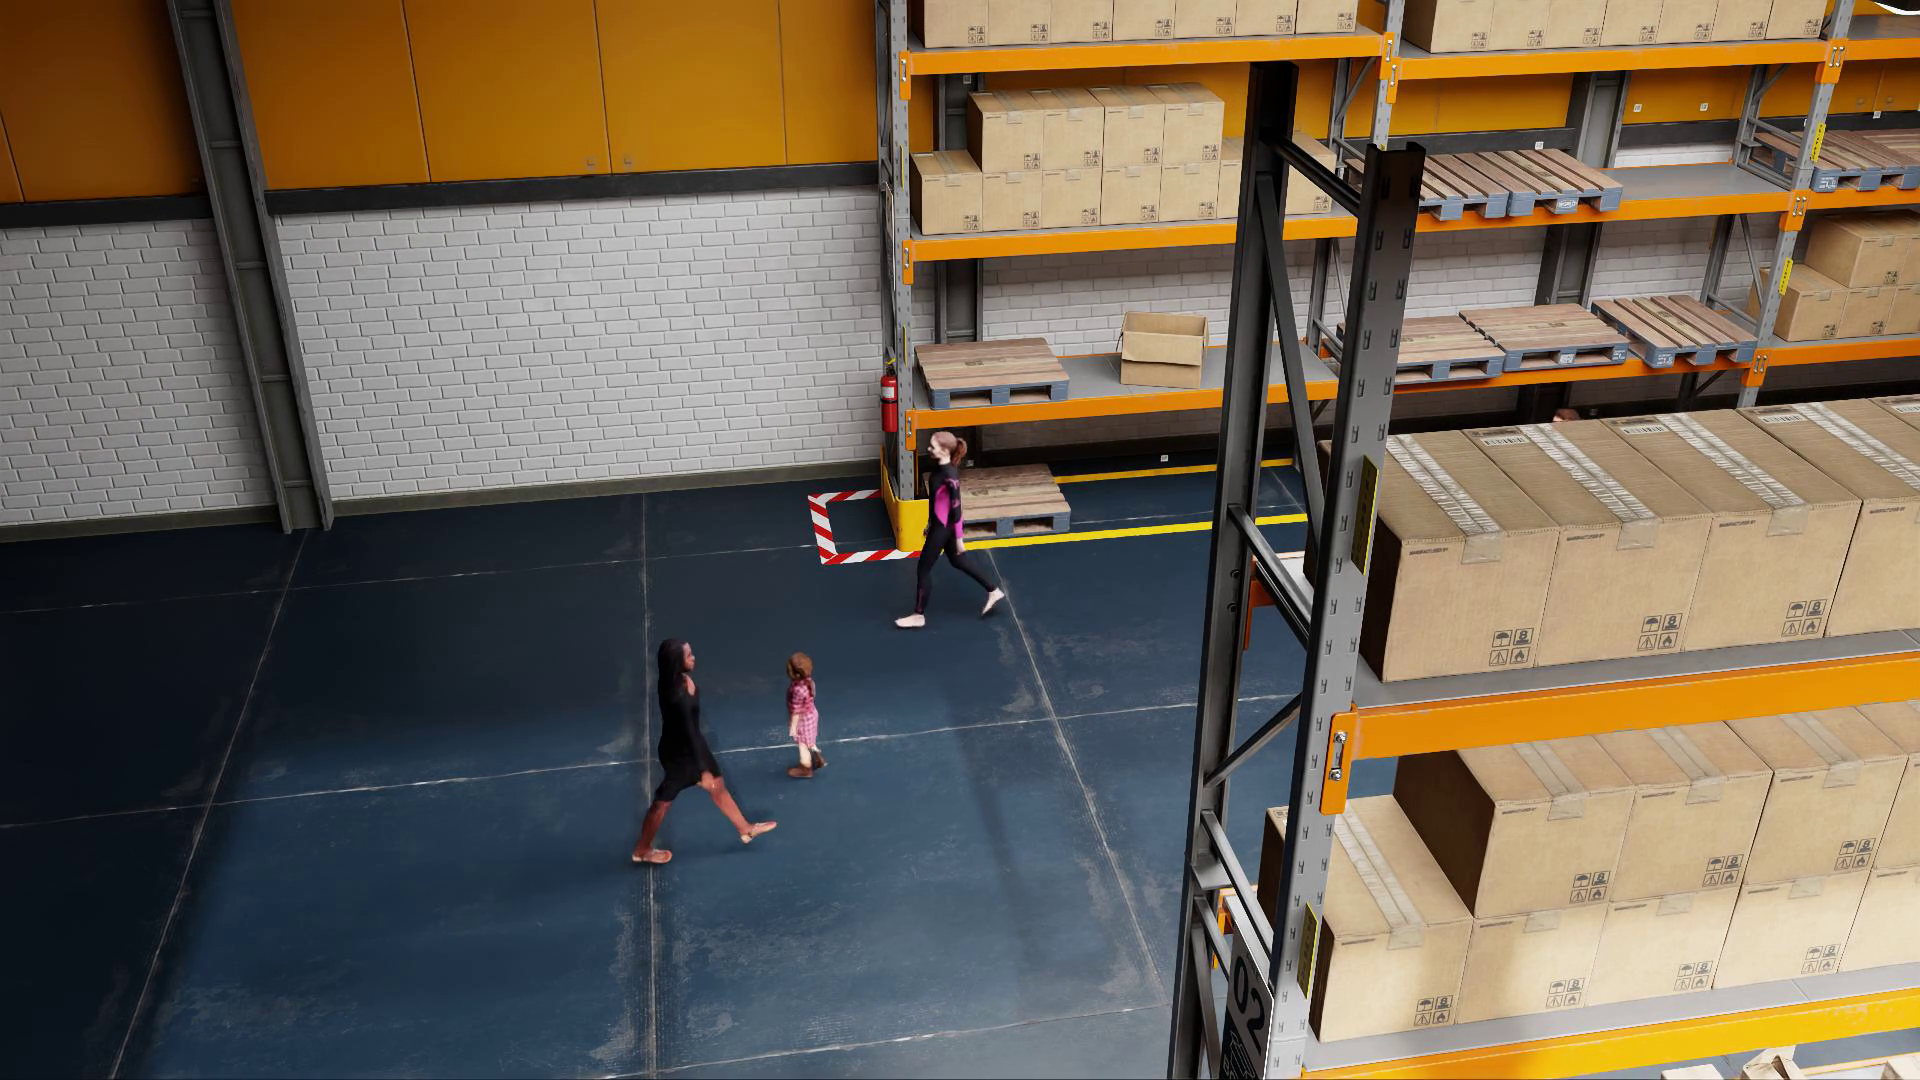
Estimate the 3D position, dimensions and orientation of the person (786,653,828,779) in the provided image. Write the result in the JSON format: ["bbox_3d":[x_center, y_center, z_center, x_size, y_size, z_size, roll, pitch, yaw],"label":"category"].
[{"bbox_3d":[-1.048,1.232,11.544,0.565,1.018,0.505,5,29,10],"label":"person"}]

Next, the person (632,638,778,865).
[{"bbox_3d":[-1.847,1.397,10.565,1.162,1.667,0.621,-5,29,-9],"label":"person"}]

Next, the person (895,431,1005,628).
[{"bbox_3d":[-0.035,-0.084,13.229,1.119,1.714,0.537,-5,29,-8],"label":"person"}]
